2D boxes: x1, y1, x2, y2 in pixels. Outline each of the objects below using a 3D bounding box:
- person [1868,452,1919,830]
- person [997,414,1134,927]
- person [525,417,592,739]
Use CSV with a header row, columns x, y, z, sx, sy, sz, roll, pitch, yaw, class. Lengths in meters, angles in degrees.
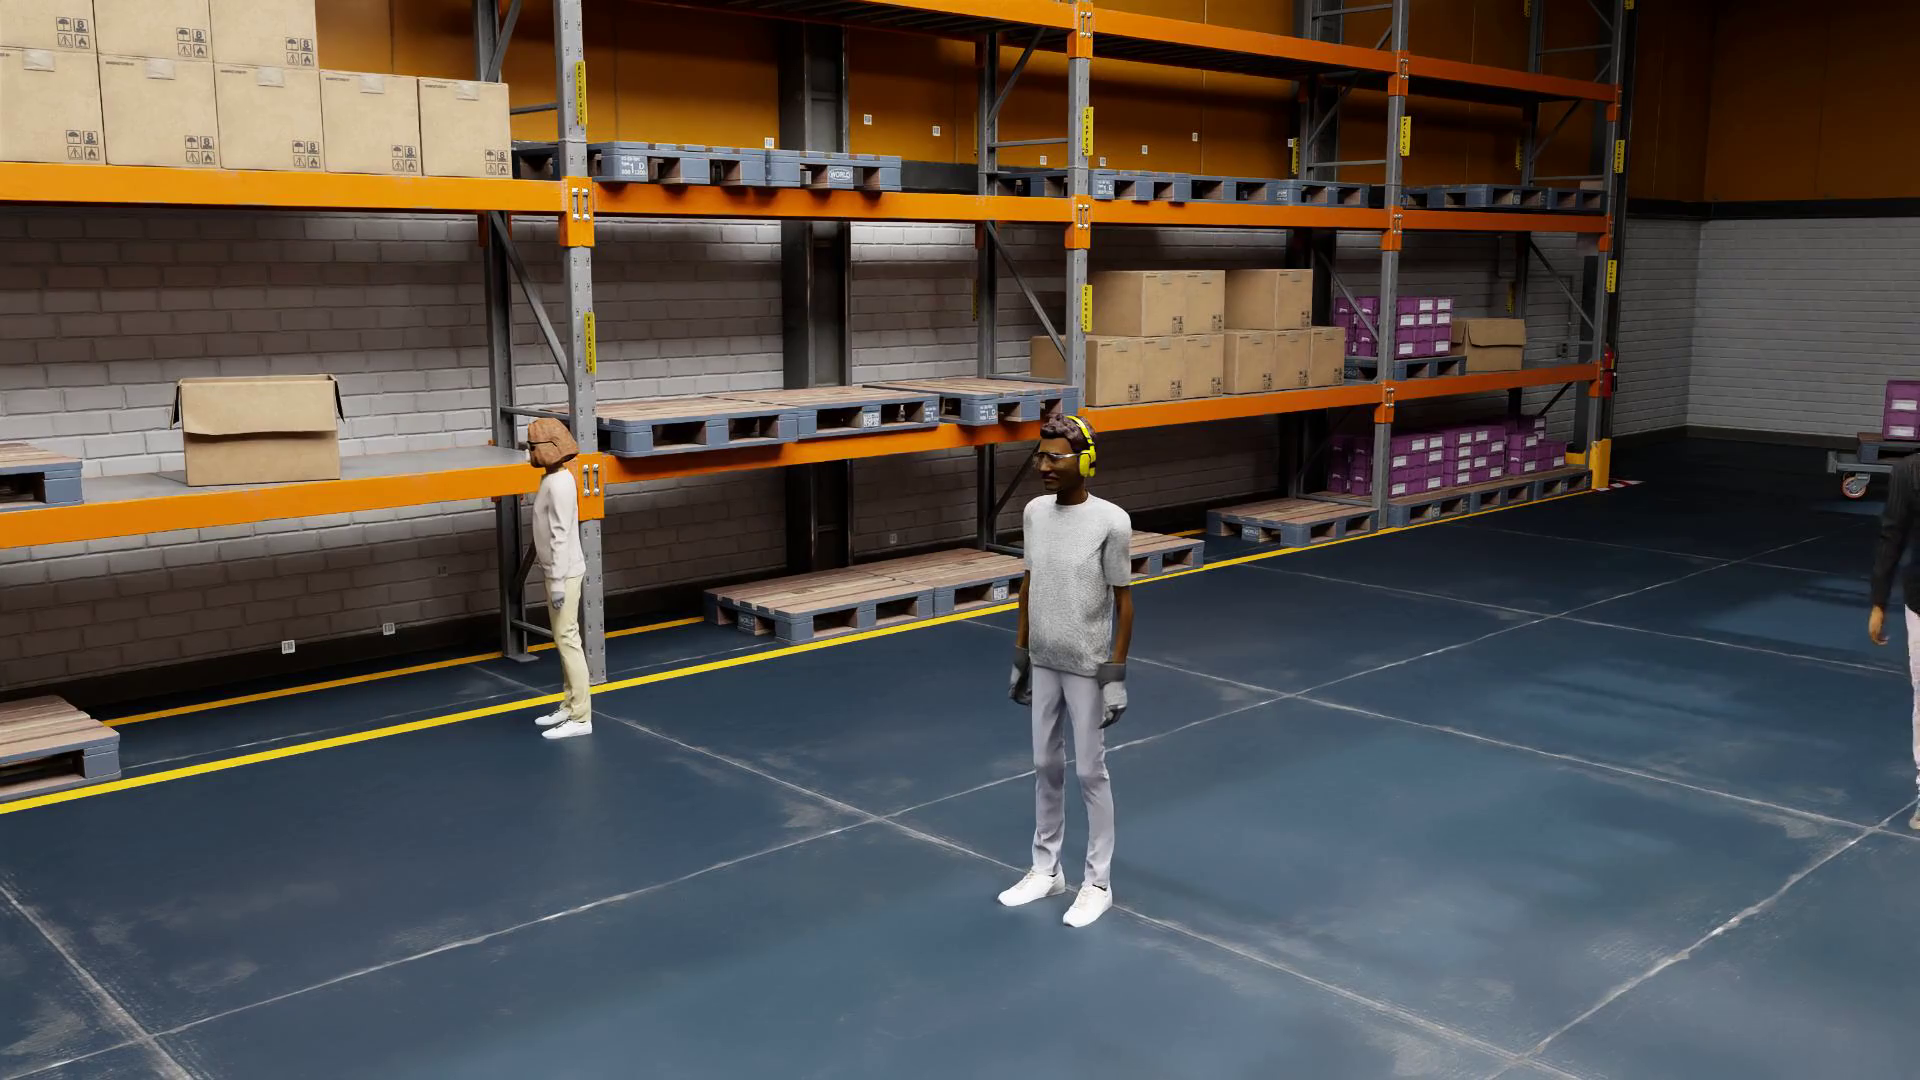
x,y,z,sx,sy,sz,roll,pitch,yaw,class
4.117,0.278,6.893,0.659,1.974,0.584,8,12,39,person
0.388,0.469,6.091,0.531,1.870,0.318,9,13,41,person
-2.046,0.188,8.456,0.281,1.625,0.496,-3,10,-16,person
